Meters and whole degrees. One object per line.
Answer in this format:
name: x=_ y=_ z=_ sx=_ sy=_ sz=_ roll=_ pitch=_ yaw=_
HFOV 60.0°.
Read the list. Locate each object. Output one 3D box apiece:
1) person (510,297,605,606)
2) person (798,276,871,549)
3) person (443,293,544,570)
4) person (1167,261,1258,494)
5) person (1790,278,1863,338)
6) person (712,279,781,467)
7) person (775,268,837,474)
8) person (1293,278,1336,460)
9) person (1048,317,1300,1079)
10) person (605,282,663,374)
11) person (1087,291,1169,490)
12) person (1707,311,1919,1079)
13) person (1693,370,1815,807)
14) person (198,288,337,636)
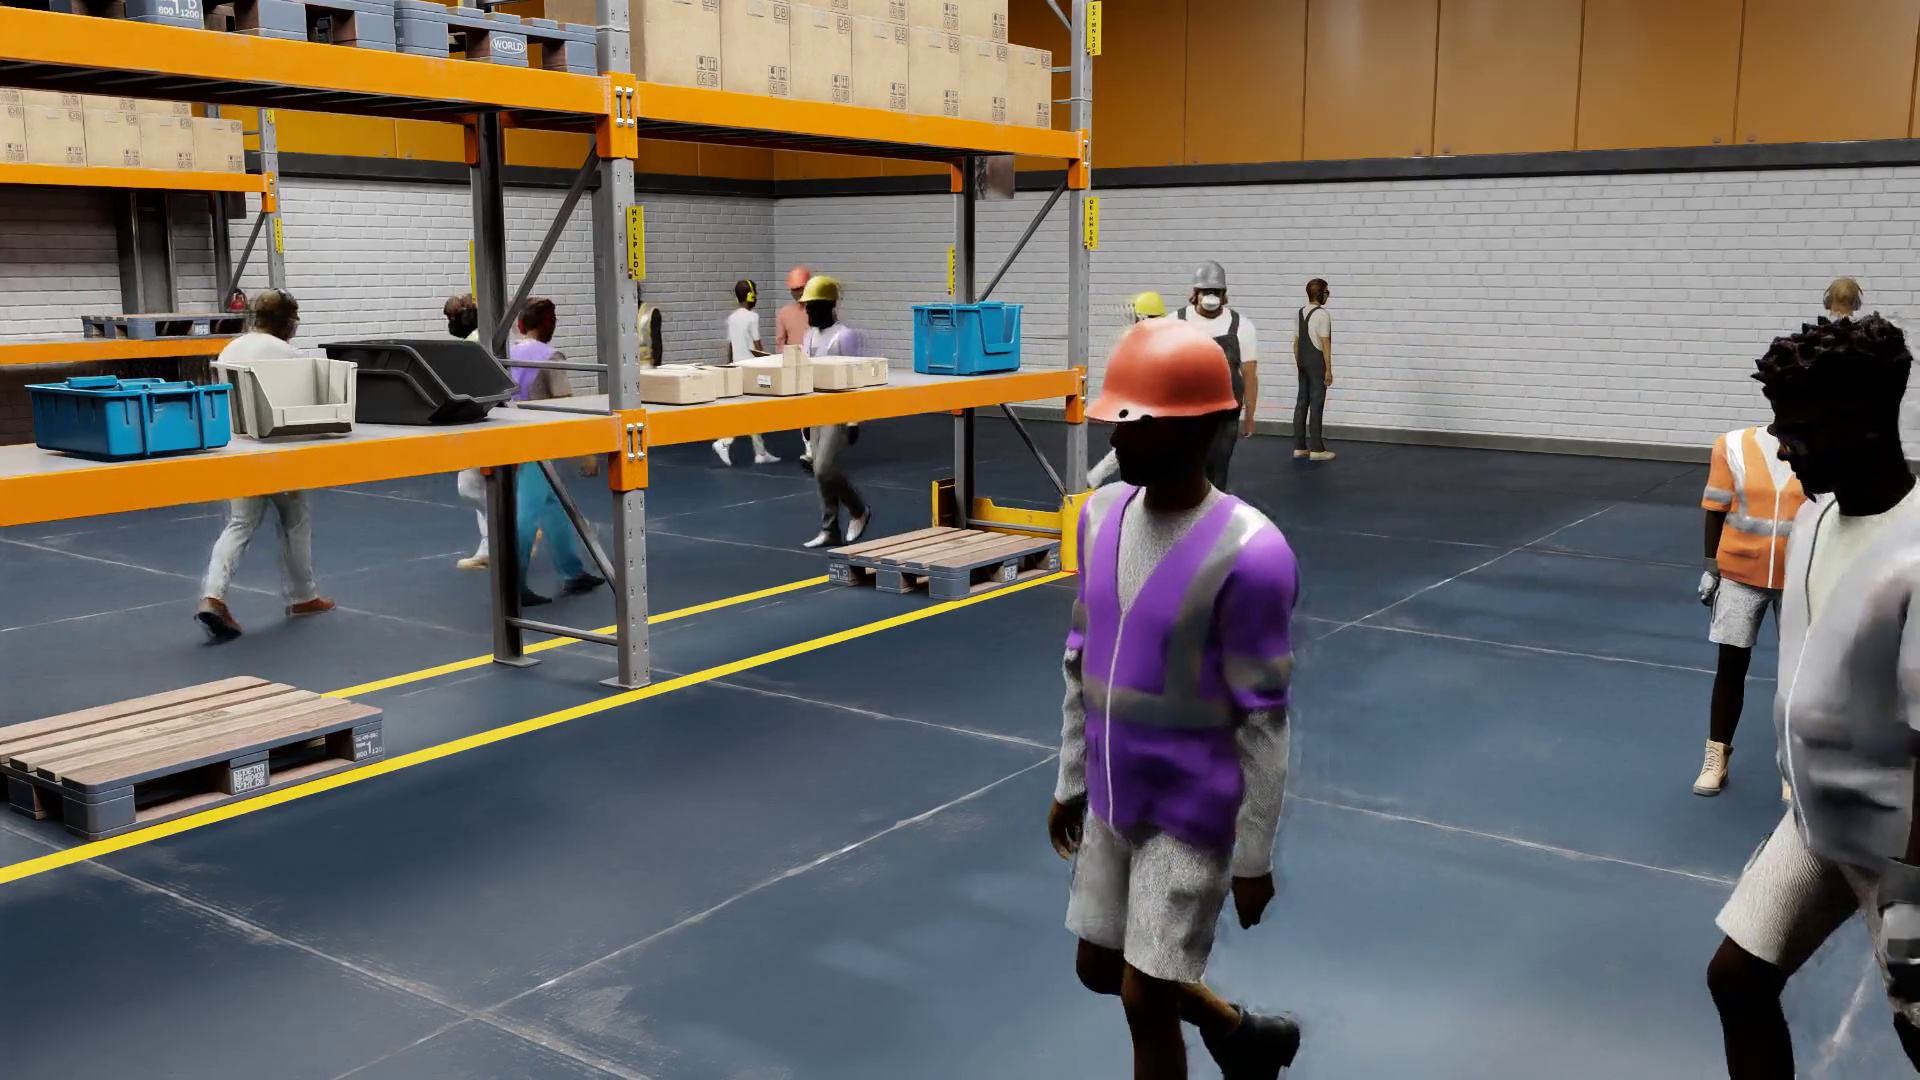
person: x=-2.405 y=-0.527 z=9.872 sx=0.870 sy=1.799 sz=0.614 roll=-8 pitch=12 yaw=-39
person: x=-0.926 y=-0.881 z=11.646 sx=0.441 sy=1.916 sz=0.604 roll=-8 pitch=12 yaw=-38
person: x=-3.064 y=-0.690 z=10.836 sx=0.531 sy=1.815 sz=0.665 roll=-1 pitch=10 yaw=-7
person: x=1.709 y=-0.905 z=11.427 sx=0.705 sy=2.000 sz=0.682 roll=0 pitch=10 yaw=0
person: x=6.078 y=-0.866 z=11.623 sx=0.656 sy=1.892 sz=0.975 roll=4 pitch=10 yaw=22
person: x=-2.110 y=-1.641 z=16.396 sx=0.800 sy=1.845 sz=0.543 roll=-6 pitch=11 yaw=-34
person: x=-1.482 y=-1.595 z=15.835 sx=0.625 sy=1.936 sz=1.013 roll=2 pitch=10 yaw=10
person: x=3.612 y=-1.739 z=16.975 sx=0.343 sy=1.847 sz=0.507 roll=-5 pitch=11 yaw=-28
person: x=0.464 y=0.508 z=3.381 sx=0.686 sy=1.921 sz=0.570 roll=-7 pitch=12 yaw=-34
person: x=-3.630 y=-1.996 z=18.573 sx=0.638 sy=1.830 sz=0.536 roll=1 pitch=10 yaw=6
person: x=1.393 y=-1.127 z=13.518 sx=0.877 sy=1.793 sz=0.584 roll=0 pitch=10 yaw=-3
person: x=1.666 y=0.543 z=3.134 sx=0.764 sy=1.921 sz=0.734 roll=0 pitch=10 yaw=-1
person: x=3.033 y=0.143 z=6.204 sx=0.535 sy=1.700 sz=0.318 roll=5 pitch=11 yaw=29
person: x=-3.856 y=-0.430 z=9.098 sx=0.643 sy=1.887 sz=0.973 roll=4 pitch=10 yaw=22
